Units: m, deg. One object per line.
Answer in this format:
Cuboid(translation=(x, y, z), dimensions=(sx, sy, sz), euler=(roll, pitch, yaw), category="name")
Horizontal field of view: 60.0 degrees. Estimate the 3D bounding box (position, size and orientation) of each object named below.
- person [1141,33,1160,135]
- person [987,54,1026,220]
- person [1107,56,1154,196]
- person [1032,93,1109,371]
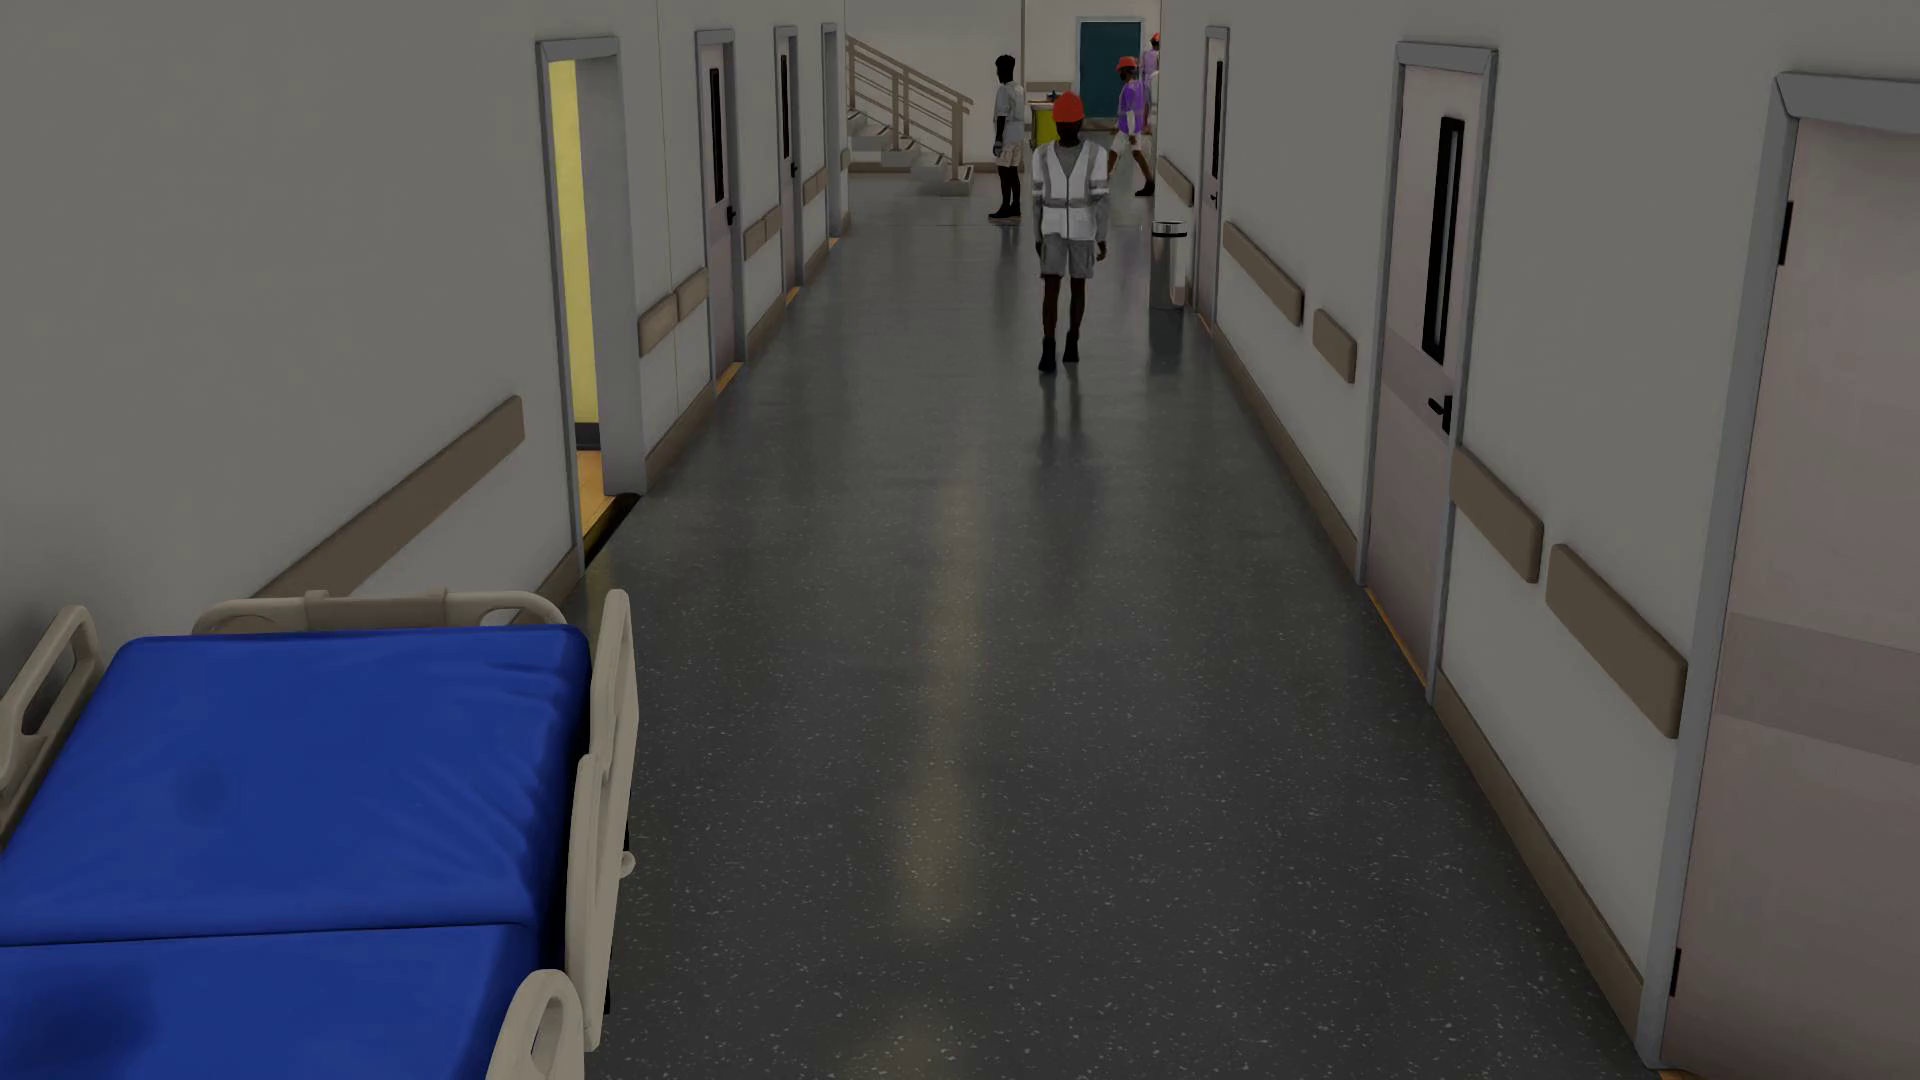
Cuboid(translation=(3.956, -9.244, 33.770), dimensions=(0.403, 2.030, 0.612), euler=(-16, 24, -41), category="person")
Cuboid(translation=(0.578, -4.863, 20.129), dimensions=(0.388, 1.952, 0.614), euler=(8, 19, 24), category="person")
Cuboid(translation=(2.227, -5.634, 22.688), dimensions=(1.063, 1.856, 0.546), euler=(7, 19, 21), category="person")
Cuboid(translation=(0.757, -2.136, 11.624), dimensions=(0.557, 1.896, 0.893), euler=(2, 18, 7), category="person")
